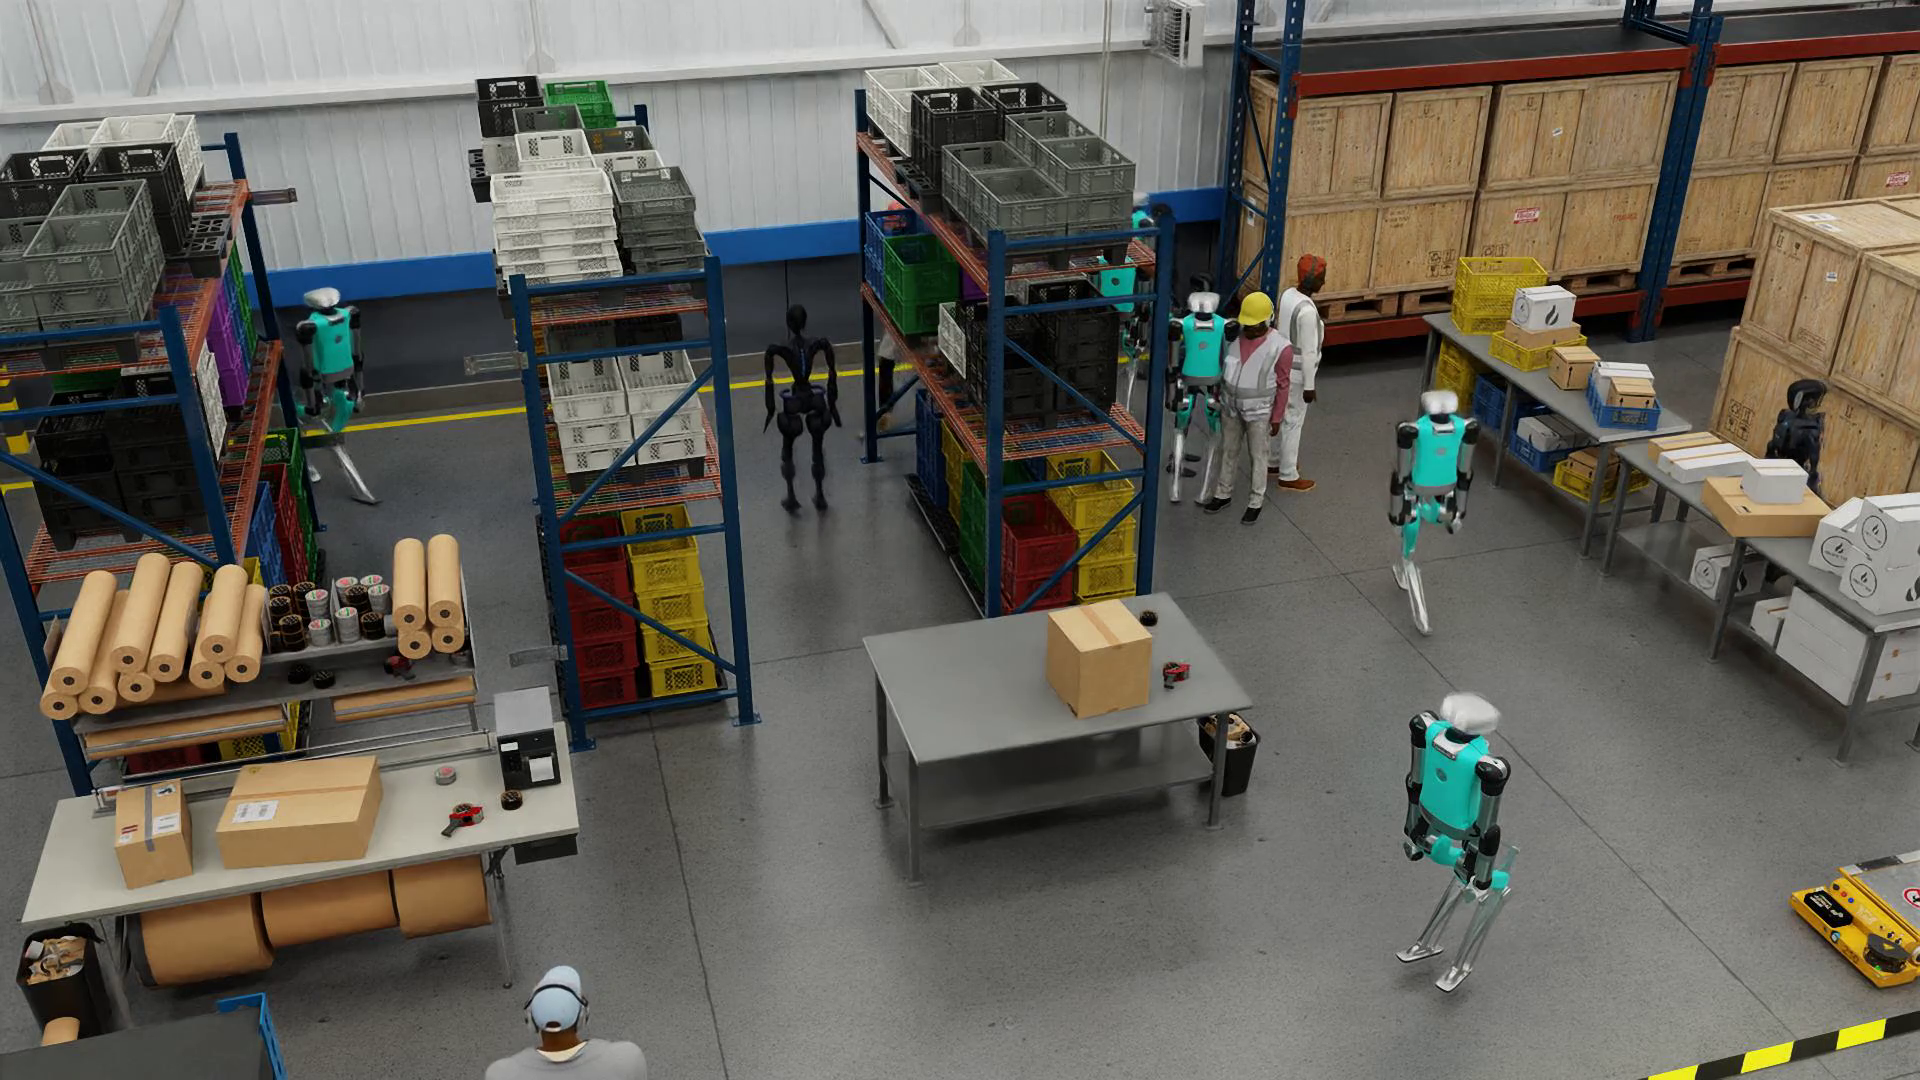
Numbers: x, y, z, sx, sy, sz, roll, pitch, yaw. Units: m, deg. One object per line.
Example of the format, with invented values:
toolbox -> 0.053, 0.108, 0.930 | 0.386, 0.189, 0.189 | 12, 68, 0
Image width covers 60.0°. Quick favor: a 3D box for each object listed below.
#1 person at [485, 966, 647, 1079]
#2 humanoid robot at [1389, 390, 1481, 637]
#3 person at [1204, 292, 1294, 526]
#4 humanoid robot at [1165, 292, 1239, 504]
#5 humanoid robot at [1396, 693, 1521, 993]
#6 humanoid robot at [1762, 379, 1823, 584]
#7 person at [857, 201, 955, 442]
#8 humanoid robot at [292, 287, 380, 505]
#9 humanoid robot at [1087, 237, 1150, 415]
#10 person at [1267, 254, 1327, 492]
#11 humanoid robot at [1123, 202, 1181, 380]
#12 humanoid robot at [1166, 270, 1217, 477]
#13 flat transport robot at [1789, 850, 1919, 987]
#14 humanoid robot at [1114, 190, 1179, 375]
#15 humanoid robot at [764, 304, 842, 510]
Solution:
person -> -1.418, 2.345, 6.251 | 0.587, 1.853, 0.392 | -6, 29, -10
humanoid robot -> 3.072, -0.279, 11.190 | 0.557, 1.759, 1.043 | -2, 29, -3
person -> 2.130, -0.985, 12.340 | 0.588, 1.823, 0.403 | 20, 35, 32
humanoid robot -> 1.796, -1.125, 12.615 | 0.544, 1.731, 0.709 | 2, 29, 4
humanoid robot -> 2.470, 1.396, 7.957 | 0.735, 1.677, 0.533 | -17, 33, -28
humanoid robot -> 5.611, -0.304, 11.256 | 0.380, 1.650, 0.615 | -2, 29, -3
person -> -0.386, -1.832, 13.719 | 1.032, 1.993, 0.615 | -24, 37, -36
humanoid robot -> -4.951, -1.141, 12.776 | 1.046, 1.767, 0.534 | 18, 34, 30
humanoid robot -> 1.348, -1.798, 13.765 | 0.533, 1.681, 0.735 | 10, 30, 17
person -> 2.601, -1.289, 12.828 | 0.354, 1.886, 0.573 | -5, 29, -9
humanoid robot -> 1.710, -2.170, 14.653 | 0.588, 1.640, 0.522 | -25, 37, -37
humanoid robot -> 1.843, -1.338, 13.120 | 0.315, 1.655, 0.599 | 9, 30, 16
flat transport robot -> 5.163, 1.916, 8.676 | 1.431, 0.231, 0.659 | -8, 30, -14
humanoid robot -> 1.713, -2.273, 14.793 | 0.831, 1.794, 0.584 | -22, 36, -34
humanoid robot -> -1.185, -0.991, 12.496 | 0.594, 1.648, 0.325 | -9, 30, -16
